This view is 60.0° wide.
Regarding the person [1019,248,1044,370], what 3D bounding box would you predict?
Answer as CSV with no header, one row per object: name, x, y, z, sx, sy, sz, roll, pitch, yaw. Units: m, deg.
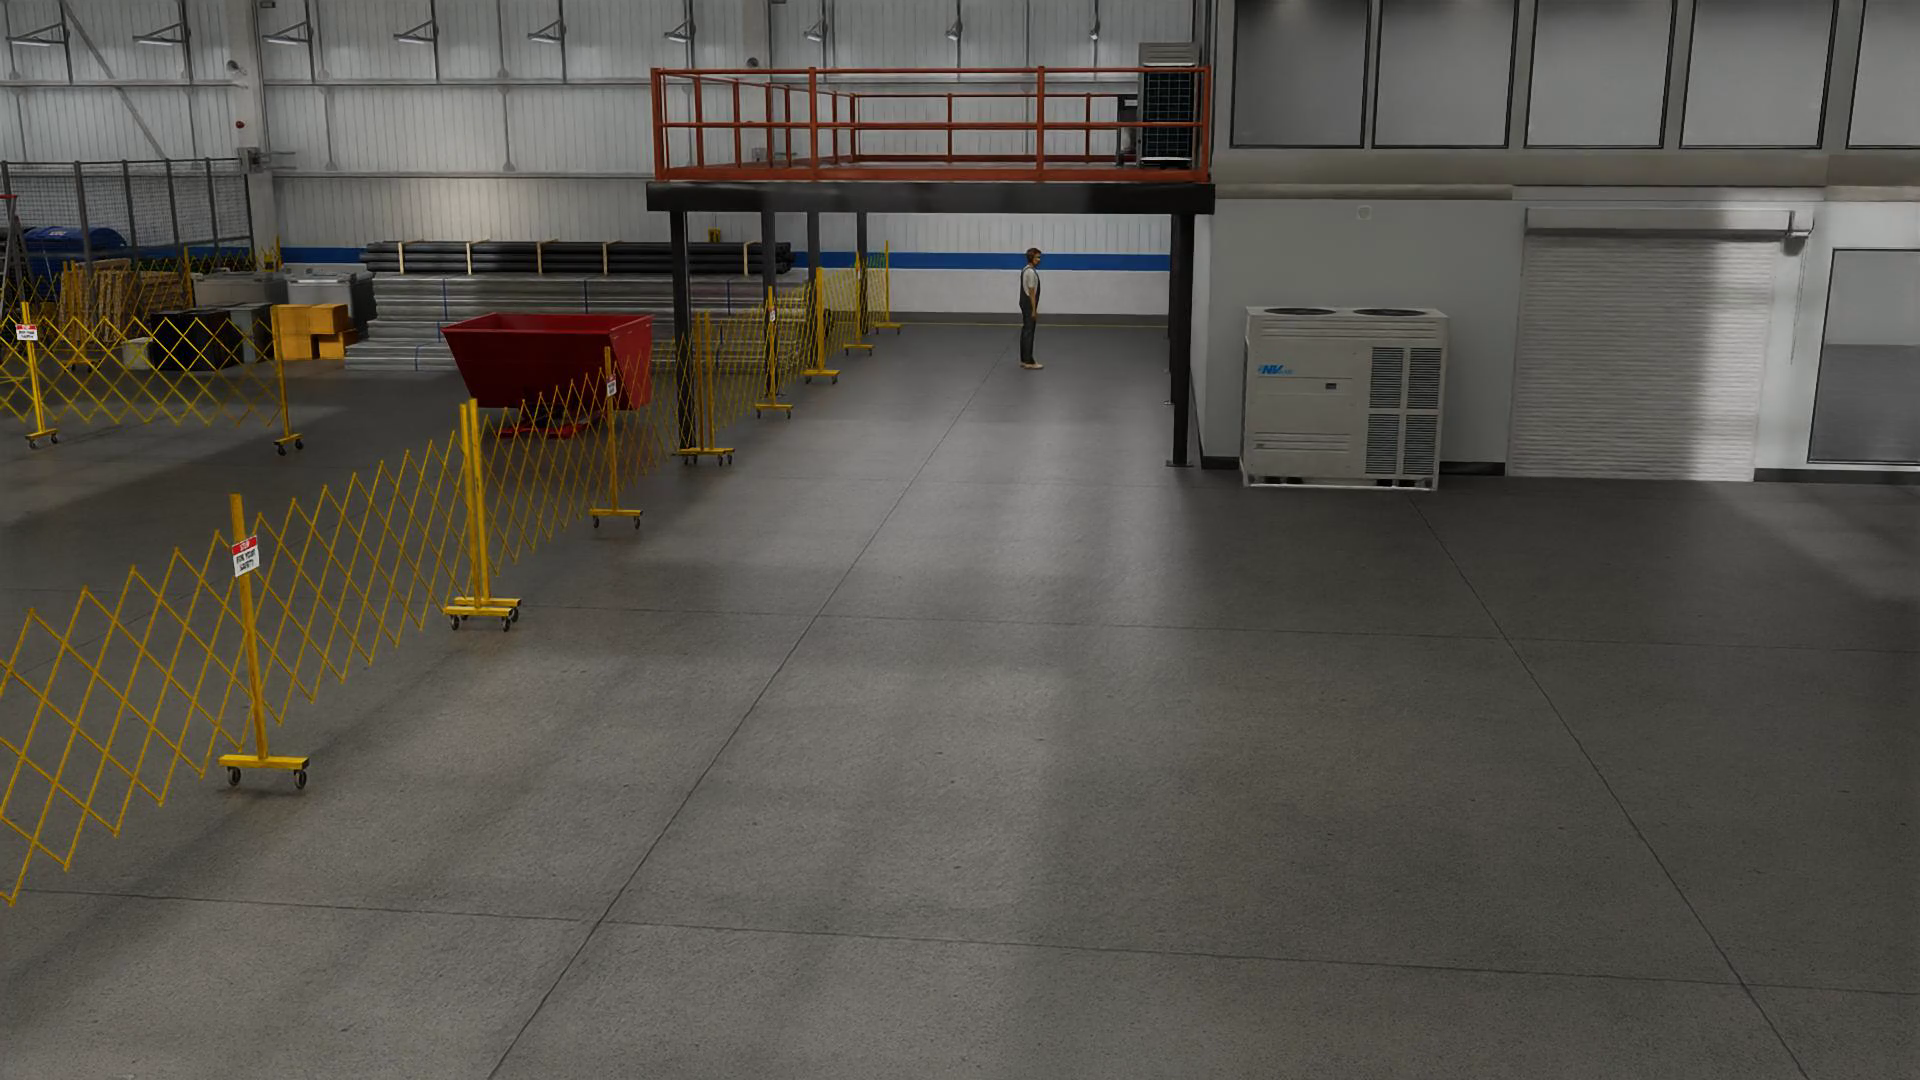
person,1.080,-3.526,25.375,0.344,1.841,0.506,-2,14,-9
